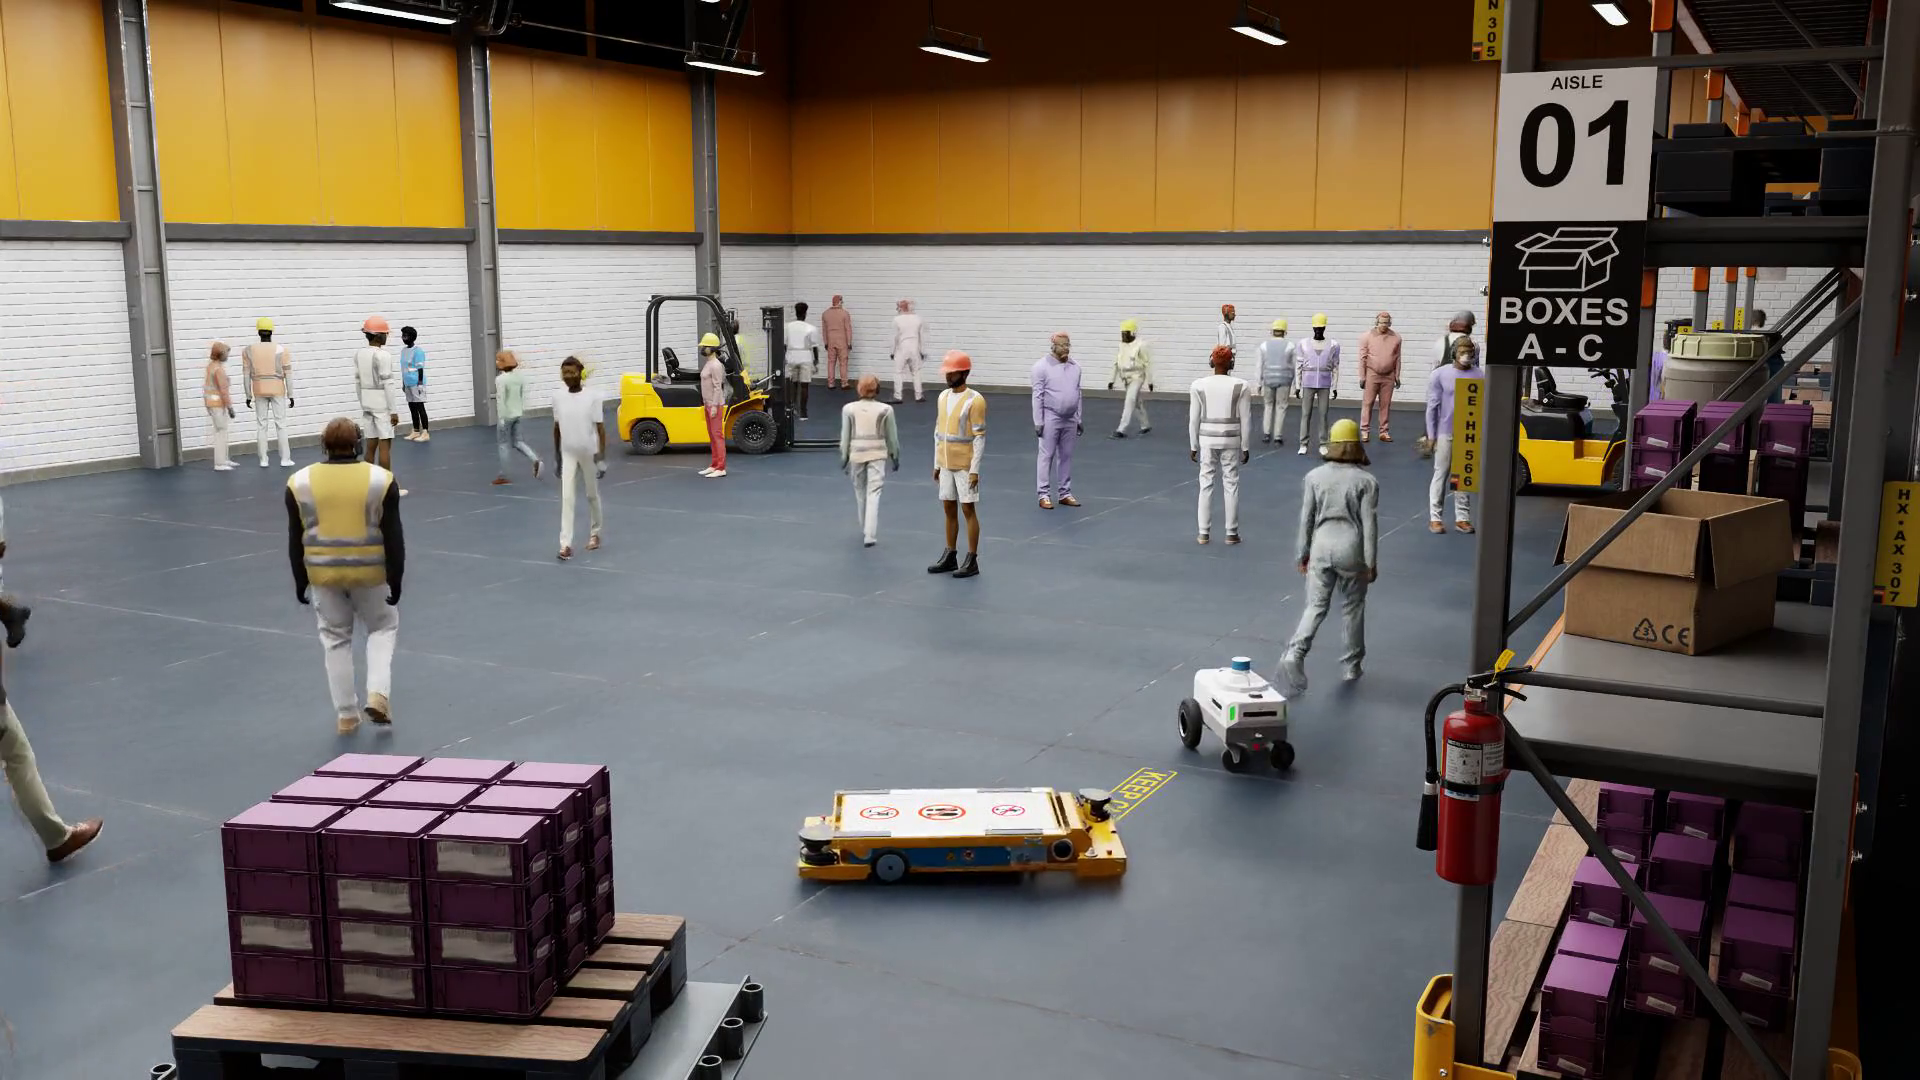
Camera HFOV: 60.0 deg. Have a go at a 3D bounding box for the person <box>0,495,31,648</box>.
[{"bbox_3d":[-6.528,-0.096,11.003,0.555,1.916,0.716,4,10,20],"label":"person"}]

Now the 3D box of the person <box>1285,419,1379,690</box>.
[{"bbox_3d":[2.364,0.095,10.510,0.519,1.705,0.778,6,12,32],"label":"person"}]

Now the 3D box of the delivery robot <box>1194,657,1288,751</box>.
[{"bbox_3d":[1.518,0.879,9.014,0.477,0.478,0.707,-1,10,-8],"label":"delivery robot"}]

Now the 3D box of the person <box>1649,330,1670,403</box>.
[{"bbox_3d":[8.614,-1.629,20.120,0.699,1.818,0.612,1,10,8],"label":"person"}]

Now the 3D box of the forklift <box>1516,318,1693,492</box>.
[{"bbox_3d":[7.066,-1.601,18.899,2.313,2.155,1.214,5,11,27],"label":"forklift"}]

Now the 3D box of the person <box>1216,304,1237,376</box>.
[{"bbox_3d":[4.487,-3.014,27.982,0.355,1.882,0.576,3,10,17],"label":"person"}]

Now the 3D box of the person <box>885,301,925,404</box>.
[{"bbox_3d":[-0.994,-3.440,30.479,0.960,1.875,0.399,-7,12,-33],"label":"person"}]

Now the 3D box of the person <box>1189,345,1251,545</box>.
[{"bbox_3d":[2.453,-0.891,15.689,0.578,1.883,0.353,3,10,15],"label":"person"}]

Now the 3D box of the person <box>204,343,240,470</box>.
[{"bbox_3d":[-9.398,-1.686,21.127,0.365,1.611,0.599,-6,11,-31],"label":"person"}]

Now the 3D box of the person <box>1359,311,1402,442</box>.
[{"bbox_3d":[6.115,-2.366,24.188,0.643,1.900,0.400,-1,10,-6],"label":"person"}]

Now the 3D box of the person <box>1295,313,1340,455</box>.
[{"bbox_3d":[4.866,-2.118,22.667,0.587,1.927,0.367,1,10,8],"label":"person"}]

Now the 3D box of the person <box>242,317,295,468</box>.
[{"bbox_3d":[-8.850,-1.884,21.317,0.595,1.923,0.378,-2,10,-12],"label":"person"}]

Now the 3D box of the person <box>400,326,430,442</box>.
[{"bbox_3d":[-7.969,-2.275,24.263,0.536,1.692,0.319,9,13,43],"label":"person"}]

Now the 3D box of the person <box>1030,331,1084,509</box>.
[{"bbox_3d":[1.073,-1.291,17.944,0.642,1.906,0.410,-6,12,-33],"label":"person"}]

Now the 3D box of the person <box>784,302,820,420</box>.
[{"bbox_3d":[-2.620,-2.944,27.377,0.644,1.945,0.478,2,10,9],"label":"person"}]

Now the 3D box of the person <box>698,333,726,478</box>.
[{"bbox_3d":[-3.050,-1.653,20.431,0.301,1.772,0.525,-4,11,-21],"label":"person"}]

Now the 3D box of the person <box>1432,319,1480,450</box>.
[{"bbox_3d":[6.886,-2.158,23.152,0.633,1.839,0.429,3,10,19],"label":"person"}]

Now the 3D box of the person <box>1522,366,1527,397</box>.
[{"bbox_3d":[7.650,-2.176,22.971,0.373,1.934,0.551,4,10,19],"label":"person"}]

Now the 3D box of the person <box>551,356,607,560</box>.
[{"bbox_3d":[-3.464,-0.755,15.095,0.545,1.818,0.968,1,10,5],"label":"person"}]

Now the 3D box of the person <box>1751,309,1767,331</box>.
[{"bbox_3d":[12.068,-2.527,25.149,0.981,1.889,0.644,-2,10,-14],"label":"person"}]

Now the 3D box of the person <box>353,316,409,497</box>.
[{"bbox_3d":[-6.516,-1.488,18.678,0.605,2.045,0.382,7,12,36],"label":"person"}]

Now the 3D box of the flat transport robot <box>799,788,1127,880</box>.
[{"bbox_3d":[0.000,1.321,7.545,1.431,0.197,0.652,0,10,-3],"label":"flat transport robot"}]

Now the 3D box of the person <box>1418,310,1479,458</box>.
[{"bbox_3d":[6.560,-2.081,22.123,0.892,2.000,0.682,-6,11,-30],"label":"person"}]

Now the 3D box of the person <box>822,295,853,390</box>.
[{"bbox_3d":[-2.451,-3.973,33.485,0.639,1.902,0.407,4,11,23],"label":"person"}]

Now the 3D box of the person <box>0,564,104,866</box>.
[{"bbox_3d":[-4.197,0.619,7.119,0.542,1.819,0.956,2,10,14],"label":"person"}]

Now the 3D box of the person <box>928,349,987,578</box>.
[{"bbox_3d":[-0.027,-0.651,14.141,0.544,1.939,0.353,10,14,44],"label":"person"}]

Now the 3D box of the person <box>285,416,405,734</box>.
[{"bbox_3d":[-3.485,0.210,9.483,0.631,1.831,0.437,-2,10,-13],"label":"person"}]

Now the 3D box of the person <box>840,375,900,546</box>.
[{"bbox_3d":[-0.850,-0.768,15.825,0.545,1.588,0.880,2,10,9],"label":"person"}]

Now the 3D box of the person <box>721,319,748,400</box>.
[{"bbox_3d":[-3.295,-2.334,24.309,0.950,1.802,0.633,0,10,1],"label":"person"}]

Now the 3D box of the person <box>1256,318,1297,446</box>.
[{"bbox_3d":[4.578,-2.266,23.843,0.607,1.812,0.565,5,11,25],"label":"person"}]

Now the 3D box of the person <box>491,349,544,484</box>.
[{"bbox_3d":[-5.283,-1.449,19.670,0.607,1.617,0.509,4,11,23],"label":"person"}]

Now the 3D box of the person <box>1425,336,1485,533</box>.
[{"bbox_3d":[4.875,-1.028,16.322,0.634,1.937,0.355,-1,10,-3],"label":"person"}]

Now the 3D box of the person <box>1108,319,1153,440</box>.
[{"bbox_3d":[2.563,-2.392,24.699,0.944,1.781,0.616,-6,12,-33],"label":"person"}]

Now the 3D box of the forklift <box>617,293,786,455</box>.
[{"bbox_3d":[-3.588,-2.317,23.042,2.313,2.155,1.214,-1,10,-5],"label":"forklift"}]
